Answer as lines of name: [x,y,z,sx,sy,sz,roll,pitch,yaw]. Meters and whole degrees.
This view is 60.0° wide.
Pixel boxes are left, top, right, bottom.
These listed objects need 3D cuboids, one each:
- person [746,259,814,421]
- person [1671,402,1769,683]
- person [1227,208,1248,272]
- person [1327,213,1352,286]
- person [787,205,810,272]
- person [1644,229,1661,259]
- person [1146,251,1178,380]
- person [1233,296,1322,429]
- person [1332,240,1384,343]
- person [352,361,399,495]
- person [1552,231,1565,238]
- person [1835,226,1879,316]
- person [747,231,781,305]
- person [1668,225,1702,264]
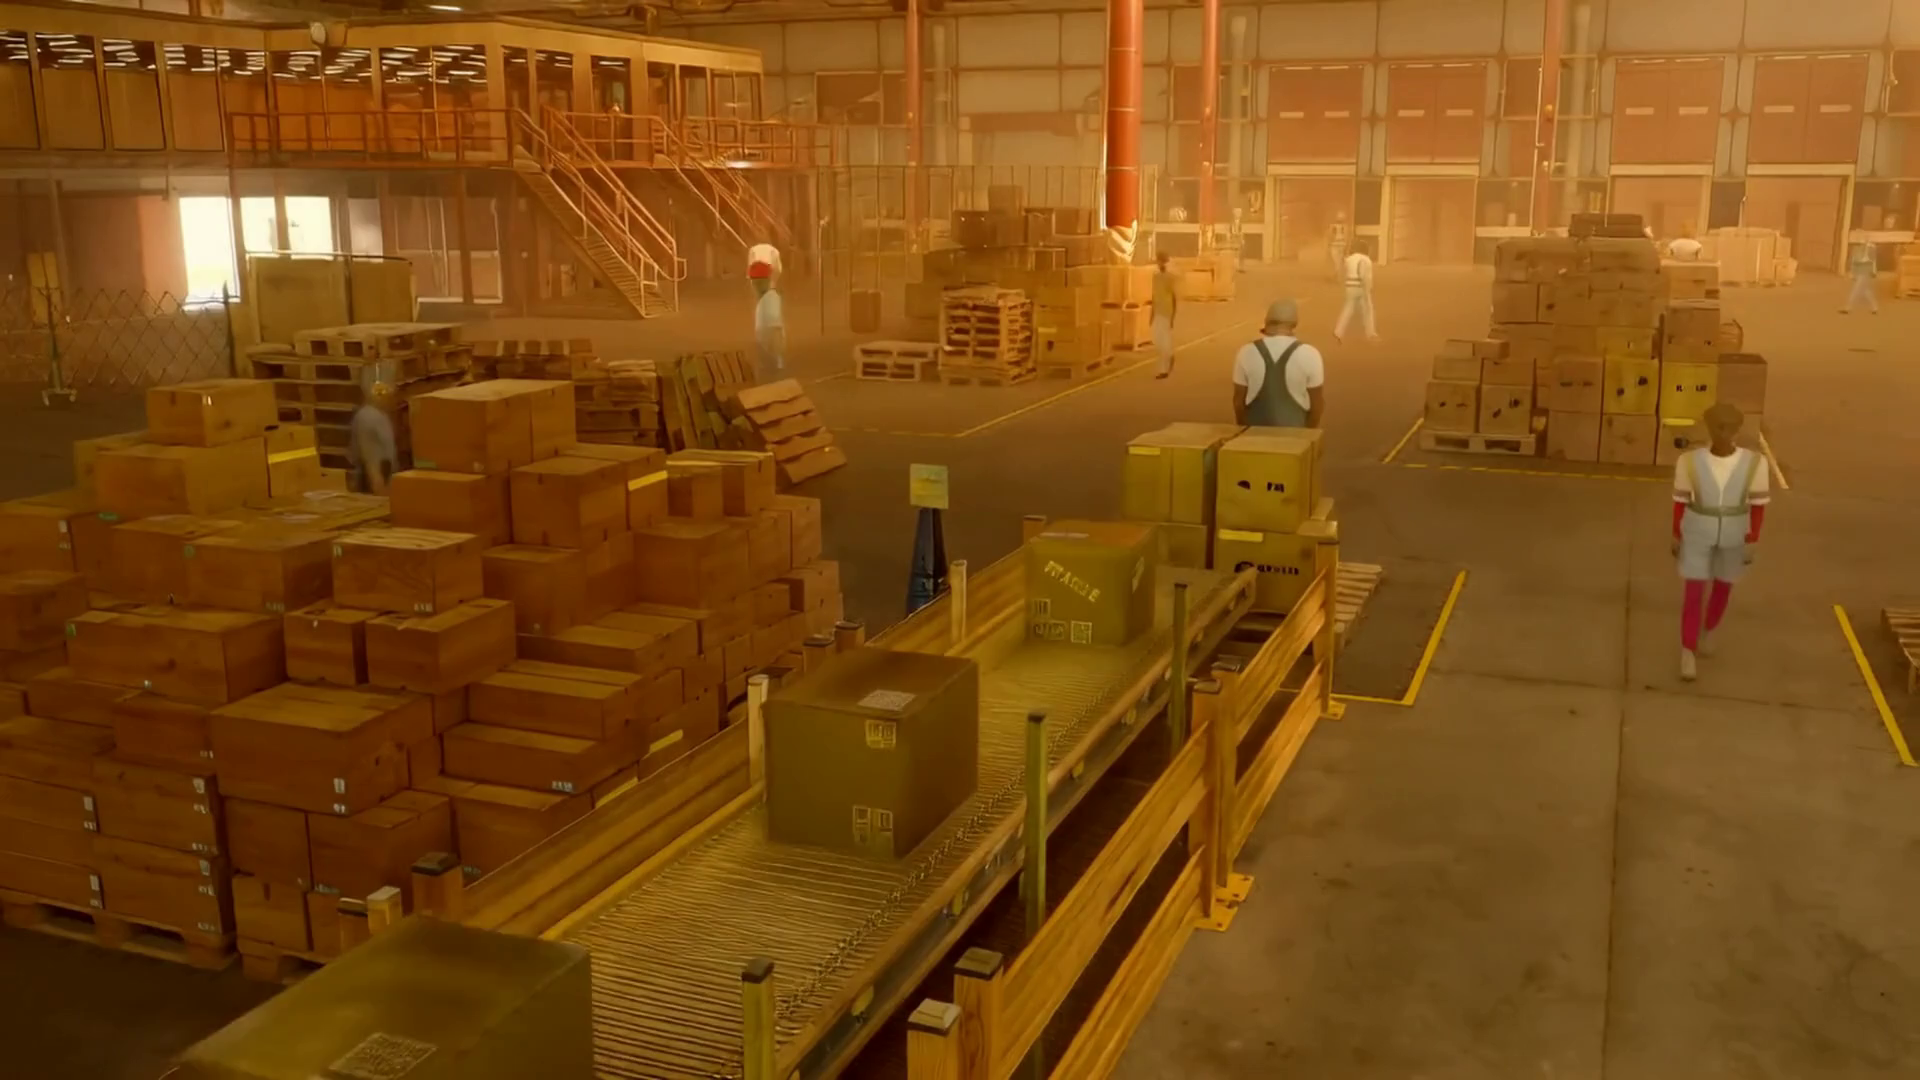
person: [-2.096,-2.188,18.967,0.702,2.017,0.605,-4,13,-16]
person: [4.569,-0.022,10.060,0.532,1.654,0.852,5,13,20]
person: [8.212,-8.877,49.269,0.549,1.883,0.976,-9,15,-35]
person: [9.943,-7.640,43.694,0.611,1.905,0.969,-5,14,-23]
person: [-4.802,-8.881,49.066,0.819,1.965,0.642,-5,13,-20]
person: [12.713,-4.842,31.104,0.674,1.903,1.057,12,17,43]
person: [2.943,-3.247,24.082,0.431,1.851,0.550,-9,15,-34]
person: [2.521,-0.913,13.180,0.688,2.000,0.536,4,13,19]
person: [6.948,-4.320,29.024,0.951,1.803,0.629,-5,13,-20]
person: [-3.769,-0.228,10.637,0.966,1.831,0.498,-6,14,-24]
person: [11.182,-4.926,31.562,0.617,1.884,0.930,-5,14,-22]
person: [18.801,-5.588,34.566,0.968,1.866,0.596,-1,13,-6]
person: [-3.818,-5.131,32.604,0.654,1.816,0.713,0,13,1]
person: [14.154,-5.175,32.531,0.631,1.940,0.372,10,16,37]
